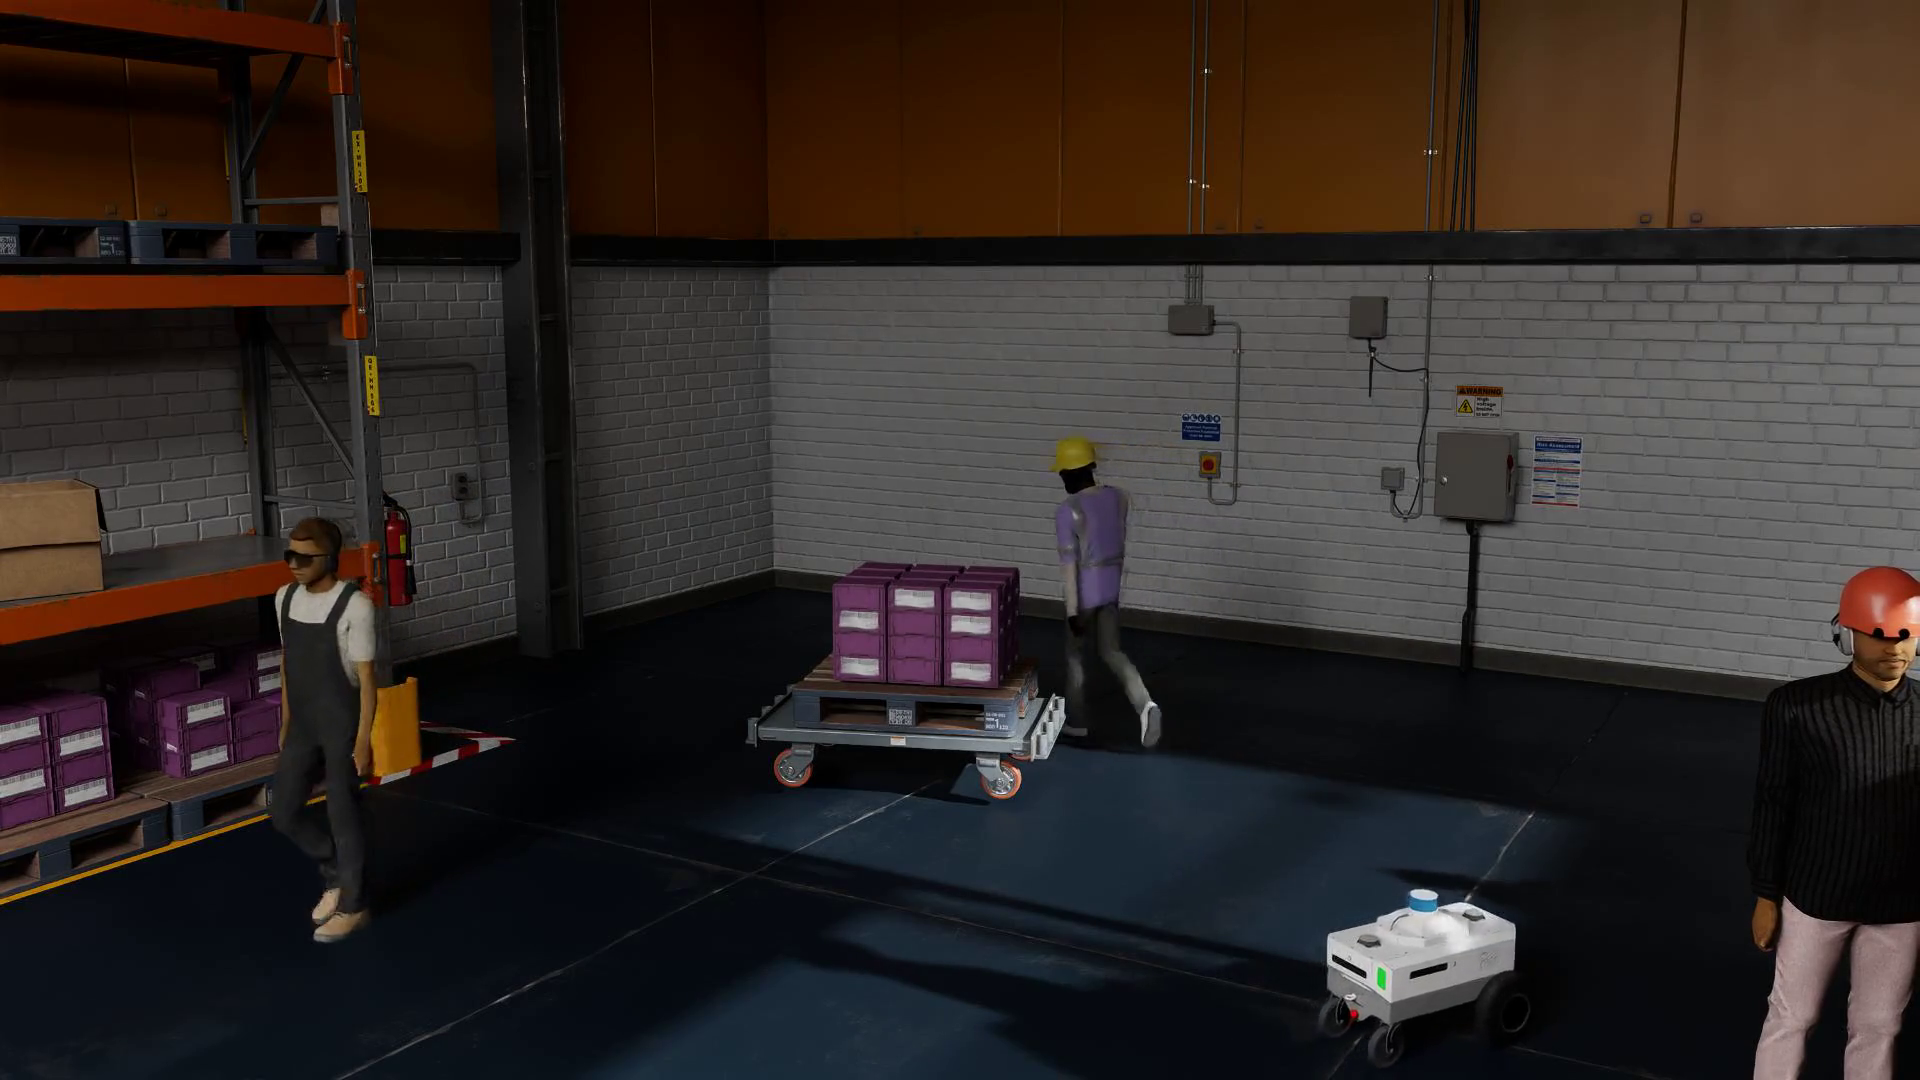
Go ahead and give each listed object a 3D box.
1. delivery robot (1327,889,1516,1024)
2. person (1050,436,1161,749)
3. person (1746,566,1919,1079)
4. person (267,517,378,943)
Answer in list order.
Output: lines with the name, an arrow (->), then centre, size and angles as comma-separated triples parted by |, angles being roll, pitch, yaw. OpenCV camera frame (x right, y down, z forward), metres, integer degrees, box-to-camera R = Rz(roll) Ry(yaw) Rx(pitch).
delivery robot -> 1.705, 1.538, 6.154 | 0.707, 0.478, 0.477 | -5, 10, -28
person -> 0.831, 0.319, 9.906 | 0.617, 1.889, 0.809 | -7, 11, -36
person -> 2.666, 1.059, 4.955 | 0.608, 1.995, 0.377 | 1, 9, 5
person -> -2.705, 0.805, 7.047 | 0.546, 1.829, 0.399 | 4, 10, 22
